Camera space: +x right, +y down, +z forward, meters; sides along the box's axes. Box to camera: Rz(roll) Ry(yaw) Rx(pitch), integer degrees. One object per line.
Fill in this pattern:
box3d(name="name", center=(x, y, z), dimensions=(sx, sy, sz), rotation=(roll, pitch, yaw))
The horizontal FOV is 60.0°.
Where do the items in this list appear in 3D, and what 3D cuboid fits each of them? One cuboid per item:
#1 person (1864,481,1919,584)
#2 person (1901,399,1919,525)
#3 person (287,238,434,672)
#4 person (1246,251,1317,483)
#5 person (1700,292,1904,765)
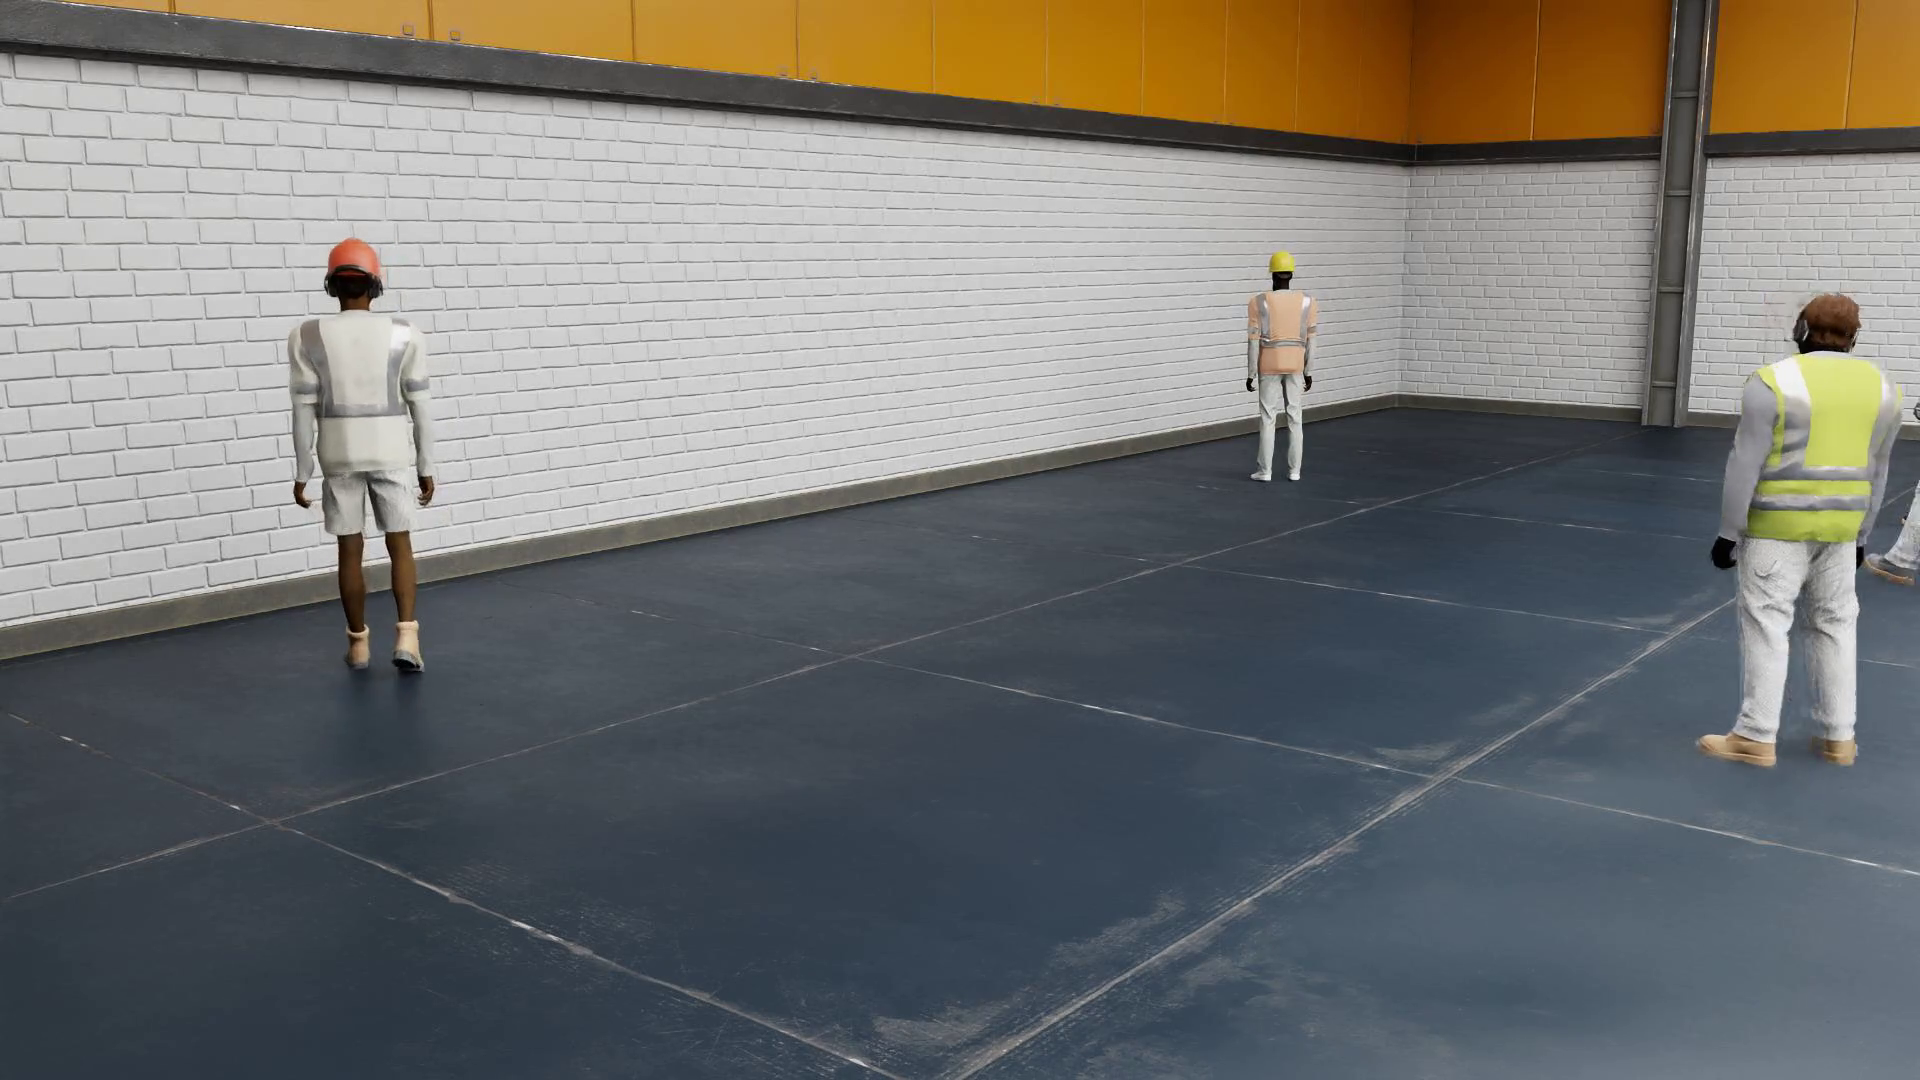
box3d(name="person", center=(5.710, -0.608, 9.545), dimensions=(0.599, 1.839, 0.935), rotation=(-3, 11, -16))
box3d(name="person", center=(6.958, -1.048, 11.653), dimensions=(0.603, 1.963, 0.368), rotation=(-4, 11, -22))
box3d(name="person", center=(-2.784, -0.376, 7.760), dimensions=(0.633, 2.048, 0.502), rotation=(-4, 11, -19))
box3d(name="person", center=(2.673, -1.437, 13.901), dimensions=(0.587, 1.930, 0.359), rotation=(-1, 10, -5))
box3d(name="person", center=(3.247, -0.025, 6.408), dimensions=(0.691, 1.816, 0.431), rotation=(-2, 10, -8))
